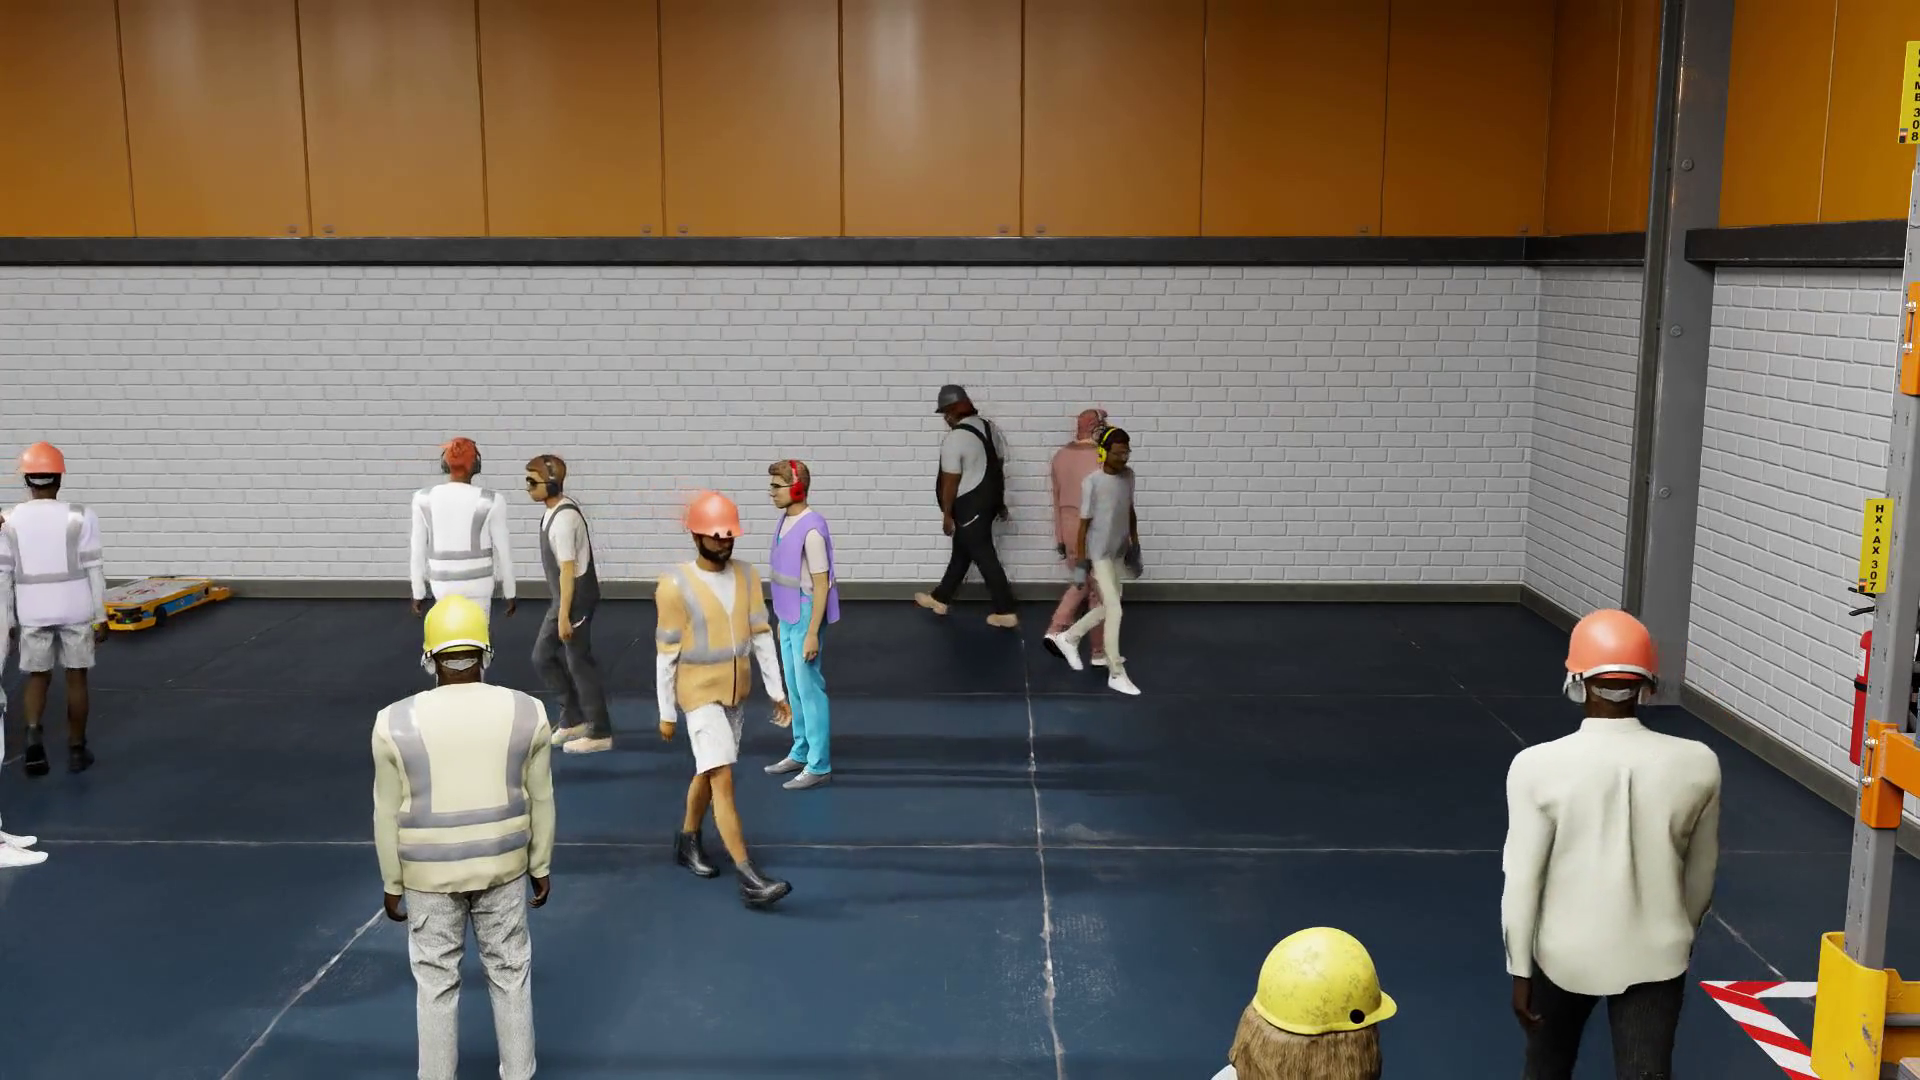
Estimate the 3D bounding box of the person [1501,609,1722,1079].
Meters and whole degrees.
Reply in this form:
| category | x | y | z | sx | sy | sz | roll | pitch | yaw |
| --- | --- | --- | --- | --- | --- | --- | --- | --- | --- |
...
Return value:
| category | x | y | z | sx | sy | sz | roll | pitch | yaw |
| --- | --- | --- | --- | --- | --- | --- | --- | --- | --- |
| person | 1.860 | 1.157 | 4.827 | 0.633 | 1.936 | 1.041 | 1 | 10 | 7 |

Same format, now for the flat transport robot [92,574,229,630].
| category | x | y | z | sx | sy | sz | roll | pitch | yaw |
| --- | --- | --- | --- | --- | --- | --- | --- | --- | --- |
| flat transport robot | -6.723 | 0.506 | 13.734 | 0.652 | 0.197 | 1.431 | 1 | 9 | 5 |

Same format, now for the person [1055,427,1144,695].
| category | x | y | z | sx | sy | sz | roll | pitch | yaw |
| --- | --- | --- | --- | --- | --- | --- | --- | --- | --- |
| person | 0.937 | 0.112 | 11.437 | 0.789 | 1.833 | 0.580 | 9 | 13 | 44 |

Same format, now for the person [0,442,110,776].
| category | x | y | z | sx | sy | sz | roll | pitch | yaw |
| --- | --- | --- | --- | --- | --- | --- | --- | --- | --- |
| person | -5.111 | 0.415 | 9.360 | 0.554 | 1.922 | 0.606 | -3 | 10 | -16 |

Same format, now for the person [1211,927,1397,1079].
| category | x | y | z | sx | sy | sz | roll | pitch | yaw |
| --- | --- | --- | --- | --- | --- | --- | --- | --- | --- |
| person | 0.633 | 1.549 | 3.082 | 0.296 | 1.743 | 0.493 | -5 | 11 | -26 |

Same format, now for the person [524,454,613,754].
| category | x | y | z | sx | sy | sz | roll | pitch | yaw |
| --- | --- | --- | --- | --- | --- | --- | --- | --- | --- |
| person | -2.319 | 0.389 | 9.818 | 0.533 | 1.813 | 0.536 | -4 | 10 | -20 |

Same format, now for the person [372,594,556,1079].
| category | x | y | z | sx | sy | sz | roll | pitch | yaw |
| --- | --- | --- | --- | --- | --- | --- | --- | --- | --- |
| person | -1.661 | 1.090 | 5.612 | 0.586 | 1.824 | 0.405 | -5 | 10 | -25 |

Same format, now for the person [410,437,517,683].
| category | x | y | z | sx | sy | sz | roll | pitch | yaw |
| --- | --- | --- | --- | --- | --- | --- | --- | --- | --- |
| person | -3.017 | 0.299 | 10.188 | 0.615 | 1.867 | 0.524 | 0 | 9 | 3 |

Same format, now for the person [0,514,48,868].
| category | x | y | z | sx | sy | sz | roll | pitch | yaw |
| --- | --- | --- | --- | --- | --- | --- | --- | --- | --- |
| person | -4.715 | 0.653 | 8.070 | 0.328 | 1.874 | 0.521 | -7 | 12 | -35 |

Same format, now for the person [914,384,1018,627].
| category | x | y | z | sx | sy | sz | roll | pitch | yaw |
| --- | --- | --- | --- | --- | --- | --- | --- | --- | --- |
| person | 0.072 | -0.333 | 13.470 | 1.060 | 2.000 | 0.761 | 5 | 11 | 28 |

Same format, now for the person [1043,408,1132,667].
| category | x | y | z | sx | sy | sz | roll | pitch | yaw |
| --- | --- | --- | --- | --- | --- | --- | --- | --- | --- |
| person | 0.938 | -0.006 | 11.956 | 0.511 | 1.895 | 0.660 | -6 | 11 | -31 |

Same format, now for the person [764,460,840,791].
| category | x | y | z | sx | sy | sz | roll | pitch | yaw |
| --- | --- | --- | --- | --- | --- | --- | --- | --- | --- |
| person | -0.876 | 0.465 | 9.283 | 0.373 | 1.839 | 0.570 | -4 | 10 | -23 |

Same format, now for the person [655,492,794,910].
| category | x | y | z | sx | sy | sz | roll | pitch | yaw |
| --- | --- | --- | --- | --- | --- | --- | --- | --- | --- |
| person | -1.071 | 0.717 | 7.639 | 0.985 | 1.883 | 0.548 | 8 | 13 | 41 |
